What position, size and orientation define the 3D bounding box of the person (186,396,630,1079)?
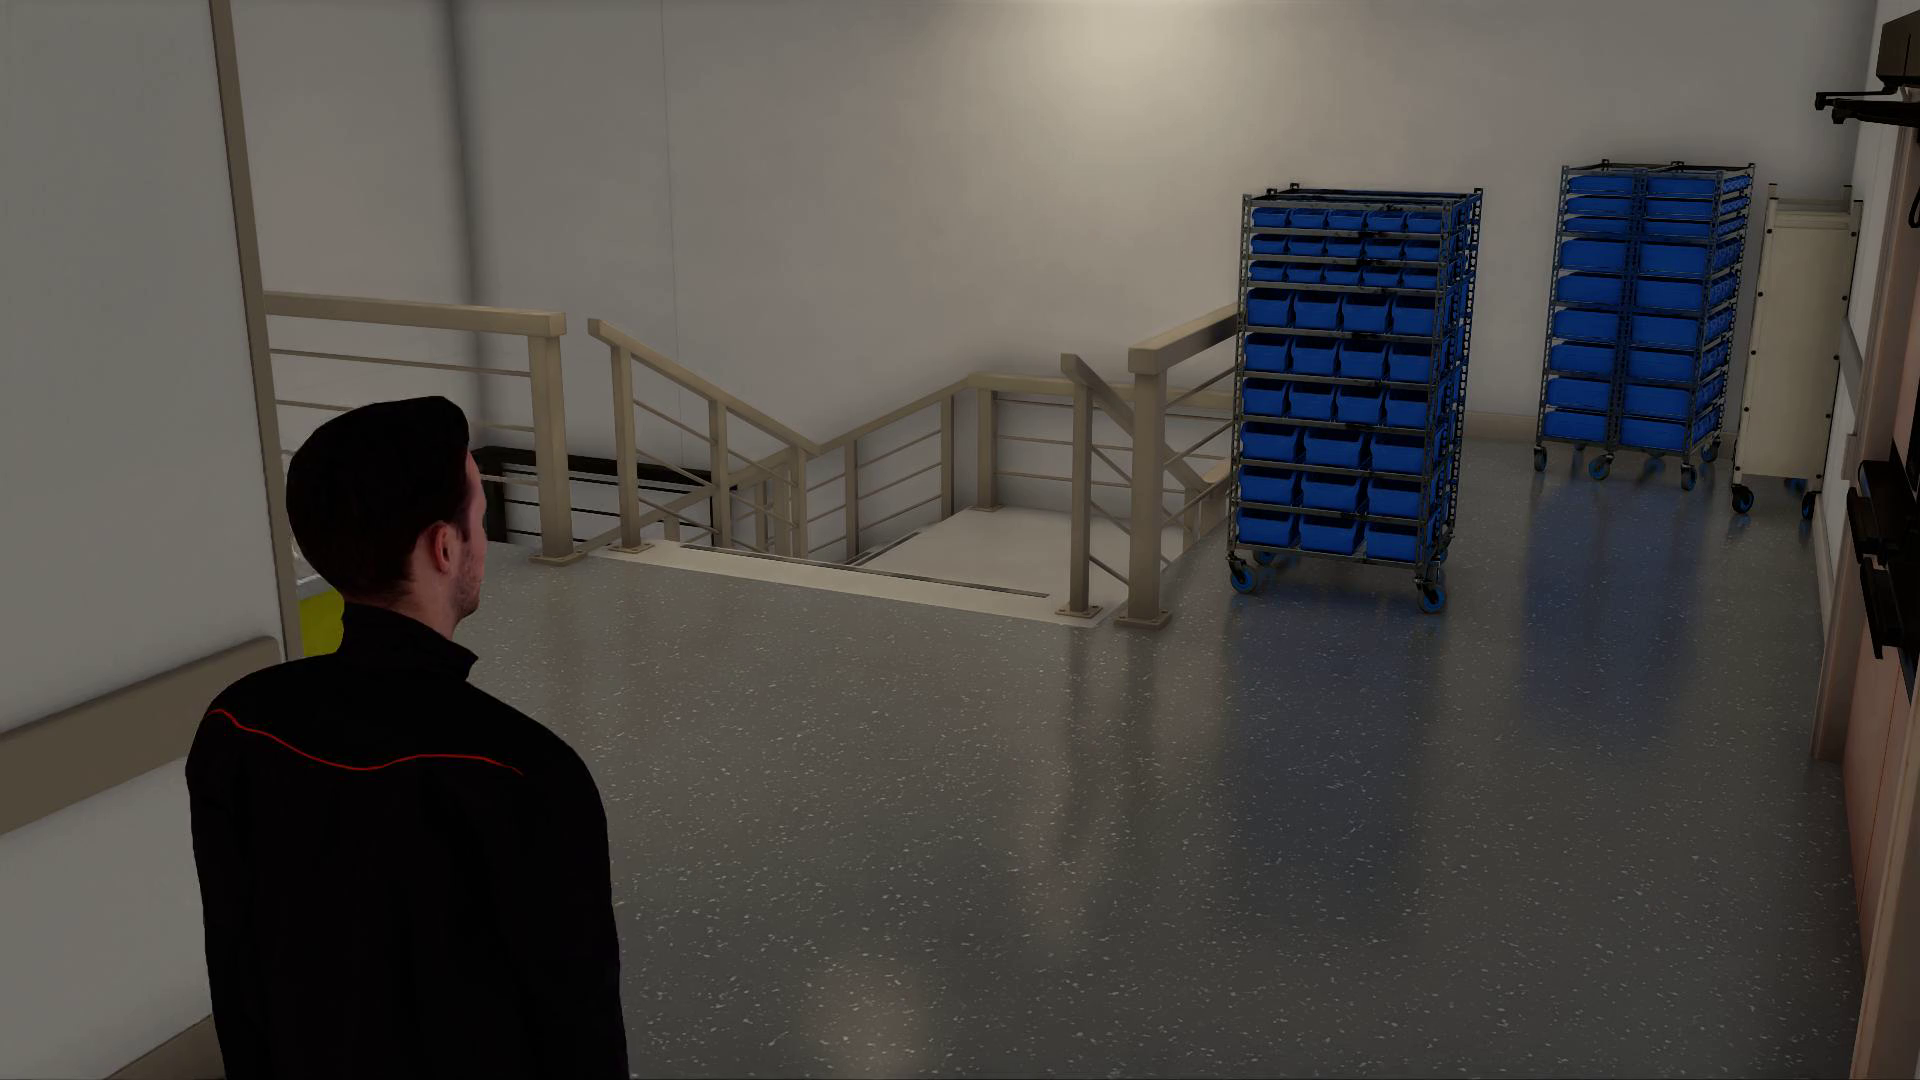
[{"bbox_3d":[-0.642,0.812,1.917,0.675,1.881,1.150,7,17,24],"label":"person"}]
